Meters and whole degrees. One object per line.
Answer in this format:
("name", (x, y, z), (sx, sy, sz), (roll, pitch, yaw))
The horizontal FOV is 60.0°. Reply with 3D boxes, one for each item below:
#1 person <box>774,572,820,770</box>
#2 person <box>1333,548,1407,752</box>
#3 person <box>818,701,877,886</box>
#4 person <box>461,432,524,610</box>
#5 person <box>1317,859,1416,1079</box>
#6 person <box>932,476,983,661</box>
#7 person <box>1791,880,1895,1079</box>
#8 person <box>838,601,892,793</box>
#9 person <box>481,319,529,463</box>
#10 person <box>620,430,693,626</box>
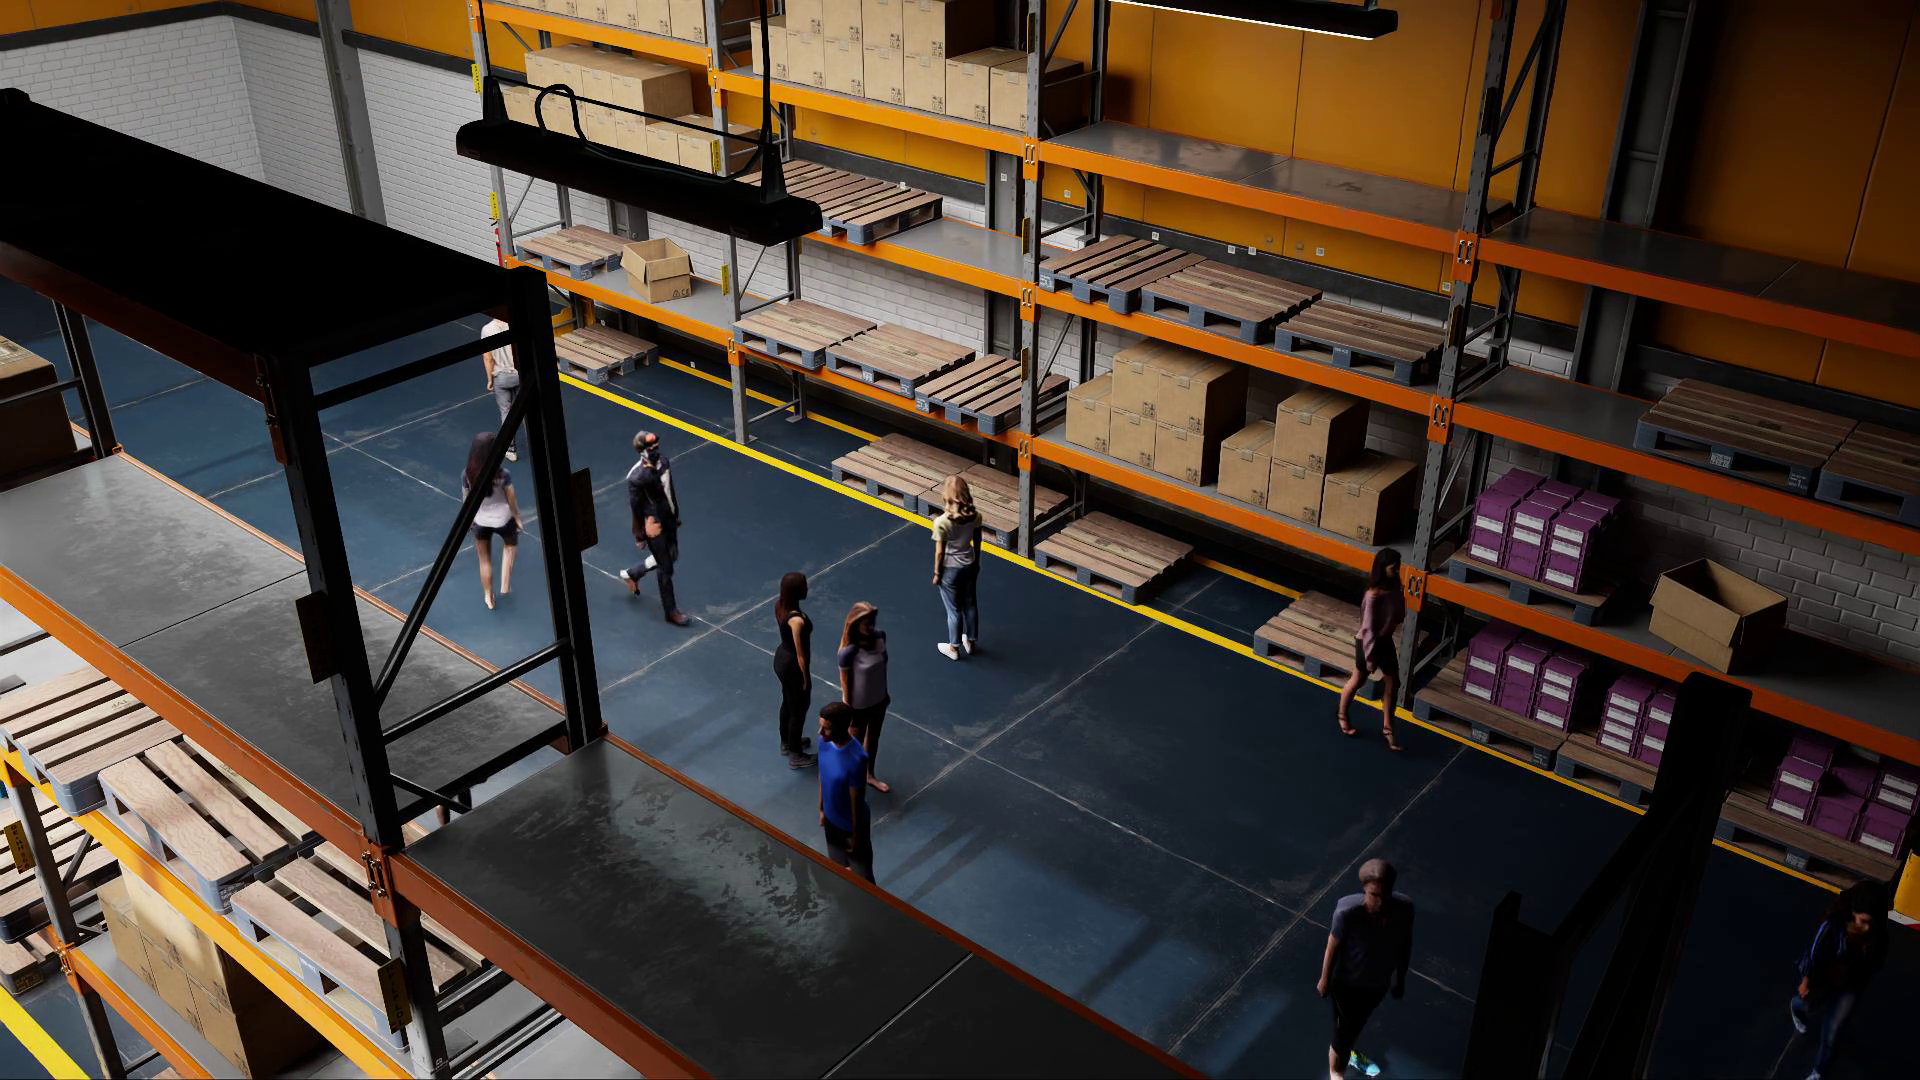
("person", (-1.293, 1.001, 12.942), (0.717, 1.686, 0.614), (-11, 31, -19))
("person", (3.196, 0.826, 13.160), (0.696, 1.785, 0.875), (-25, 37, -38))
("person", (-0.756, 1.861, 11.180), (0.688, 1.864, 0.525), (-23, 36, -36))
("person", (-4.225, -0.141, 15.033), (0.800, 1.688, 0.857), (-5, 29, -9))
("person", (2.374, 2.568, 9.895), (0.953, 1.852, 1.043), (-8, 30, -15))
("person", (-0.015, 0.244, 14.288), (0.694, 1.726, 0.657), (-16, 32, -27))
("person", (5.271, 2.632, 10.064), (1.089, 1.579, 0.945), (8, 30, 14))
("person", (-0.725, 1.200, 12.532), (0.550, 1.729, 0.612), (25, 37, 38))
("person", (-4.801, -1.750, 17.764), (0.747, 1.899, 0.748), (-9, 30, -16))
("person", (-2.768, -0.142, 14.845), (1.122, 1.871, 0.886), (11, 31, 20))
